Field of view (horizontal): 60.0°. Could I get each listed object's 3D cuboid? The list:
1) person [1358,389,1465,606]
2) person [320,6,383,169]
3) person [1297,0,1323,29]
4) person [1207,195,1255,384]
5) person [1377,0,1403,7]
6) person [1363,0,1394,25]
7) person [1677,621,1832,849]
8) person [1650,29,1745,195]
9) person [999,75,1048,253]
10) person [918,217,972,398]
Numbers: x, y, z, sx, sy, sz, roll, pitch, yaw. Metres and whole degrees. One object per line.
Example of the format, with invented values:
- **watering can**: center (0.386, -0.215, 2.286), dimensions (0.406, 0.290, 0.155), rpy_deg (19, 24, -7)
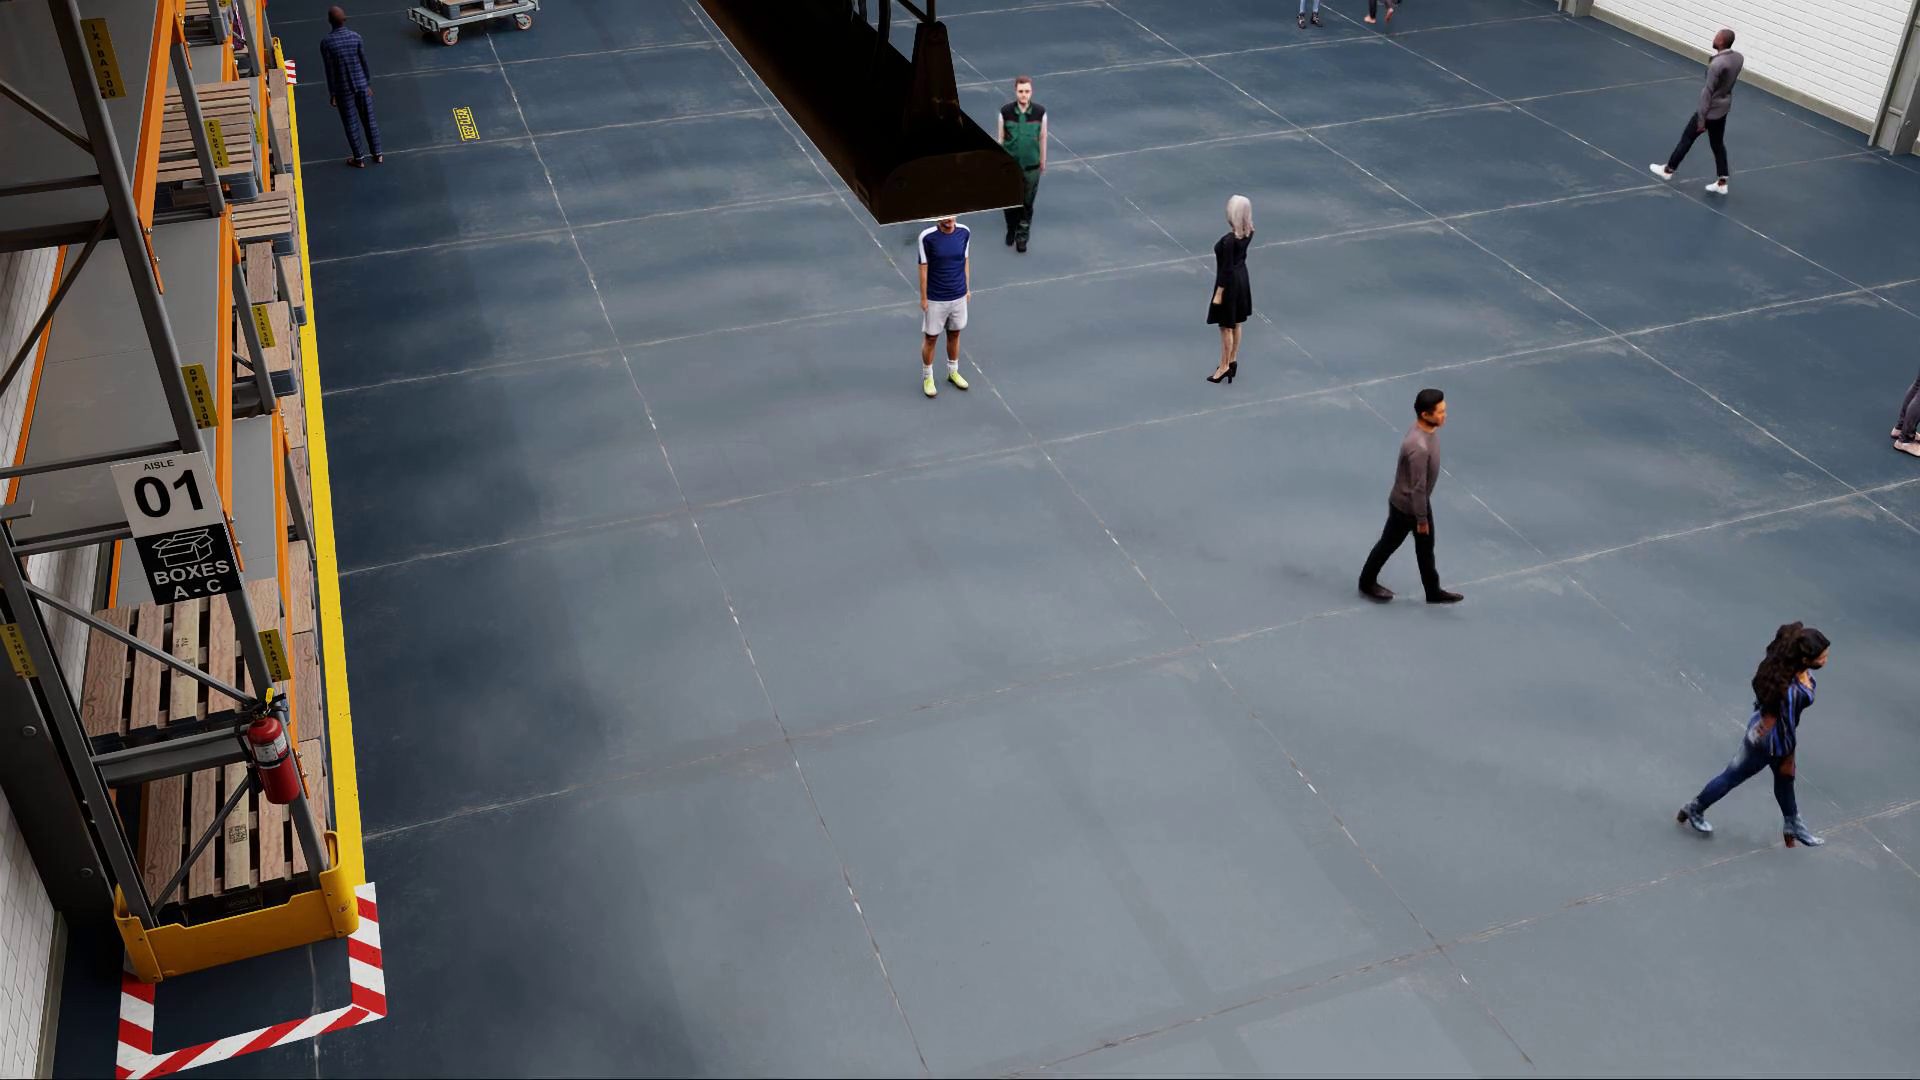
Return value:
- **person**: center (3.095, -0.298, 11.746), dimensions (1.114, 1.742, 1.042), rpy_deg (-16, 37, -23)
- **person**: center (-6.976, -5.194, 19.043), dimensions (0.745, 1.818, 0.721), rpy_deg (-26, 42, -33)
- **person**: center (5.071, -8.186, 23.633), dimensions (0.591, 1.719, 0.526), rpy_deg (-10, 35, -14)
- **person**: center (2.375, -2.203, 14.608), dimensions (0.738, 1.747, 0.699), rpy_deg (20, 39, 27)
- **person**: center (6.419, -8.787, 24.487), dimensions (0.691, 1.776, 0.720), rpy_deg (10, 35, 14)
- **person**: center (5.999, -8.165, 23.621), dimensions (0.673, 1.699, 0.777), rpy_deg (-10, 35, -15)
- **person**: center (4.629, 1.158, 9.712), dimensions (1.124, 1.568, 1.041), rpy_deg (16, 37, 23)
- **person**: center (8.354, -4.661, 18.287), dimensions (0.892, 1.767, 1.224), rpy_deg (-19, 38, -26)
- **person**: center (0.621, -3.877, 17.044), dimensions (0.747, 1.837, 0.762), rpy_deg (0, 34, 0)
- **person**: center (-0.136, -2.153, 14.450), dimensions (0.654, 1.838, 0.576), rpy_deg (-15, 36, -21)
